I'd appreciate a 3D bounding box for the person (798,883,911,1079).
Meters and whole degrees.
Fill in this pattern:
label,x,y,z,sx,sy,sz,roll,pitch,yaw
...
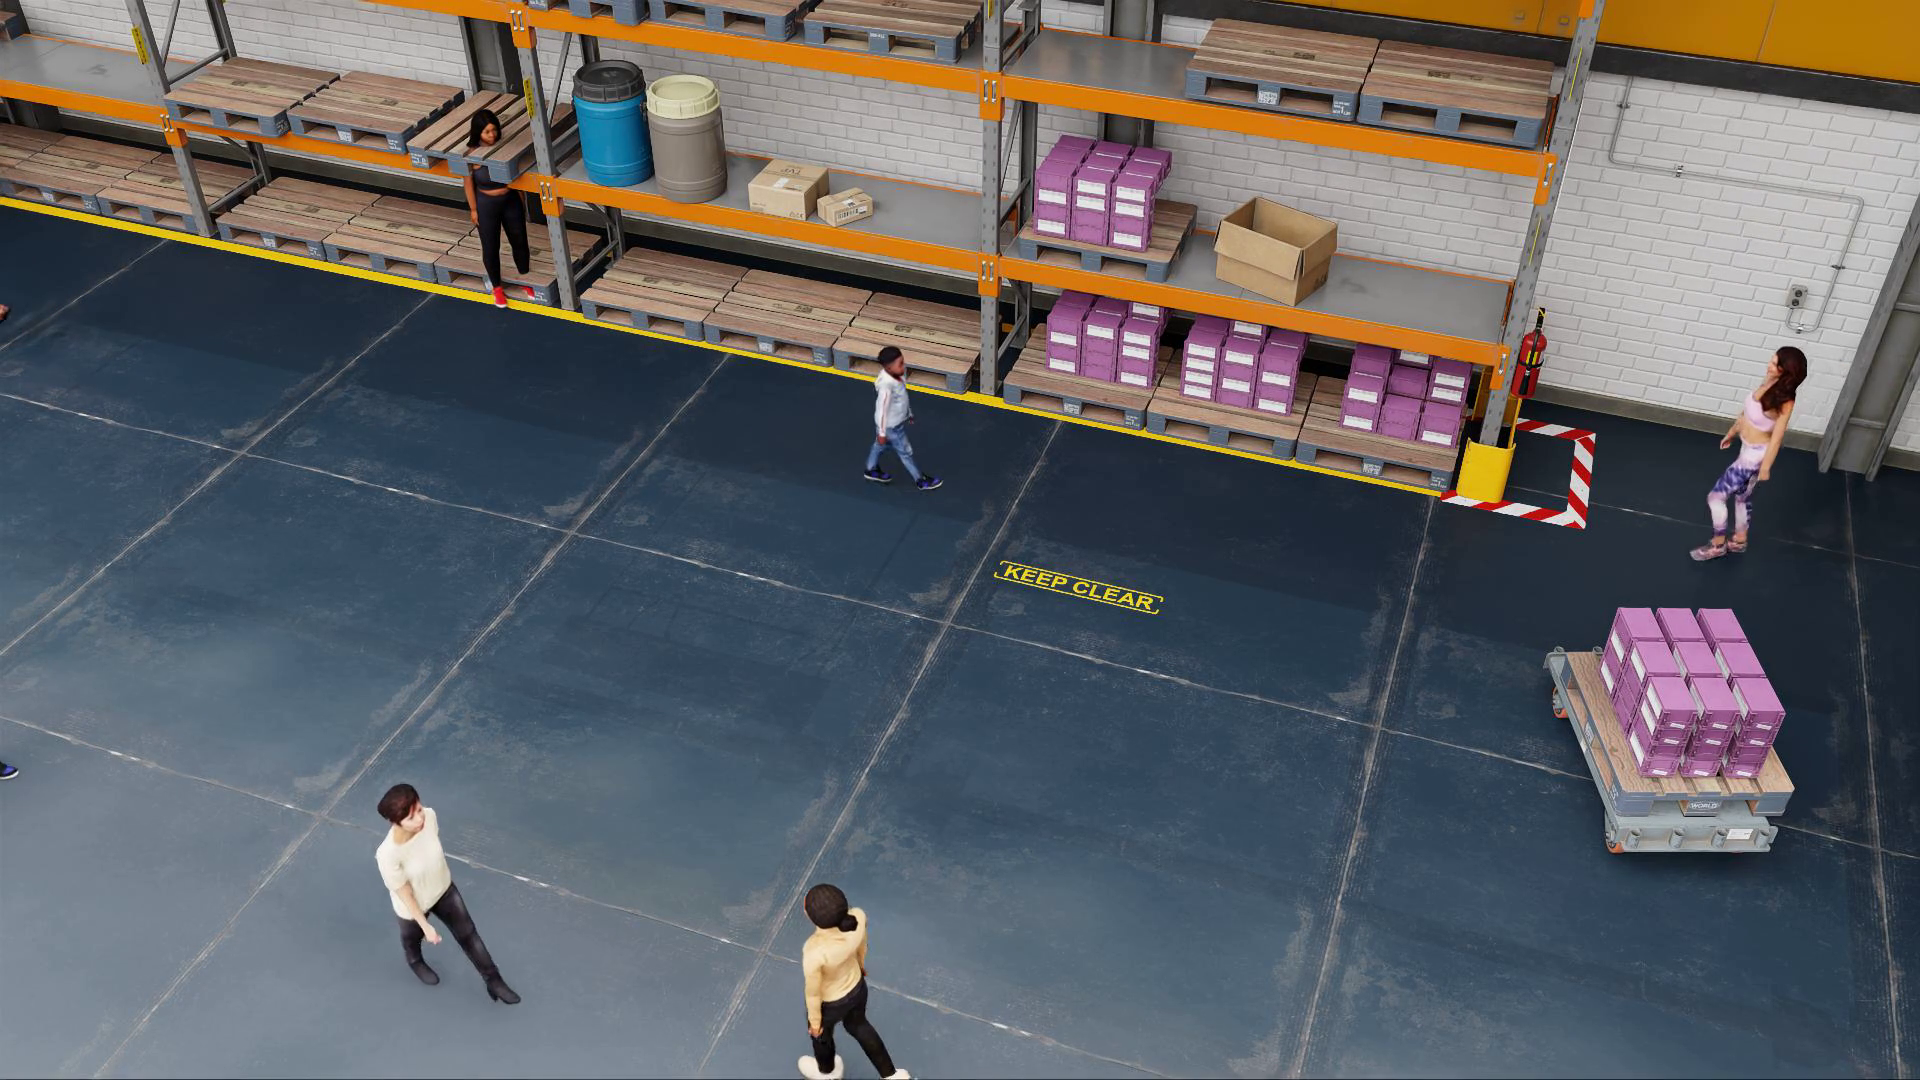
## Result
label,x,y,z,sx,sy,sz,roll,pitch,yaw
person,-0.542,2.280,8.213,1.038,1.640,0.836,30,48,32

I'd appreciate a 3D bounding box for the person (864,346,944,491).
label,x,y,z,sx,sy,sz,roll,pitch,yaw
person,-0.569,-0.918,12.550,0.882,1.225,0.574,7,39,9

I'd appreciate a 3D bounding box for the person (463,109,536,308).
label,x,y,z,sx,sy,sz,roll,pitch,yaw
person,-4.062,-2.941,14.612,0.774,1.814,0.822,-19,43,-23

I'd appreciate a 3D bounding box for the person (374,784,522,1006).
label,x,y,z,sx,sy,sz,roll,pitch,yaw
person,-2.891,1.875,8.793,1.030,1.550,0.702,19,43,23

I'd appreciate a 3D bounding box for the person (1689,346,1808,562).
label,x,y,z,sx,sy,sz,roll,pitch,yaw
person,5.677,-0.597,11.725,0.722,1.753,0.654,6,39,8
